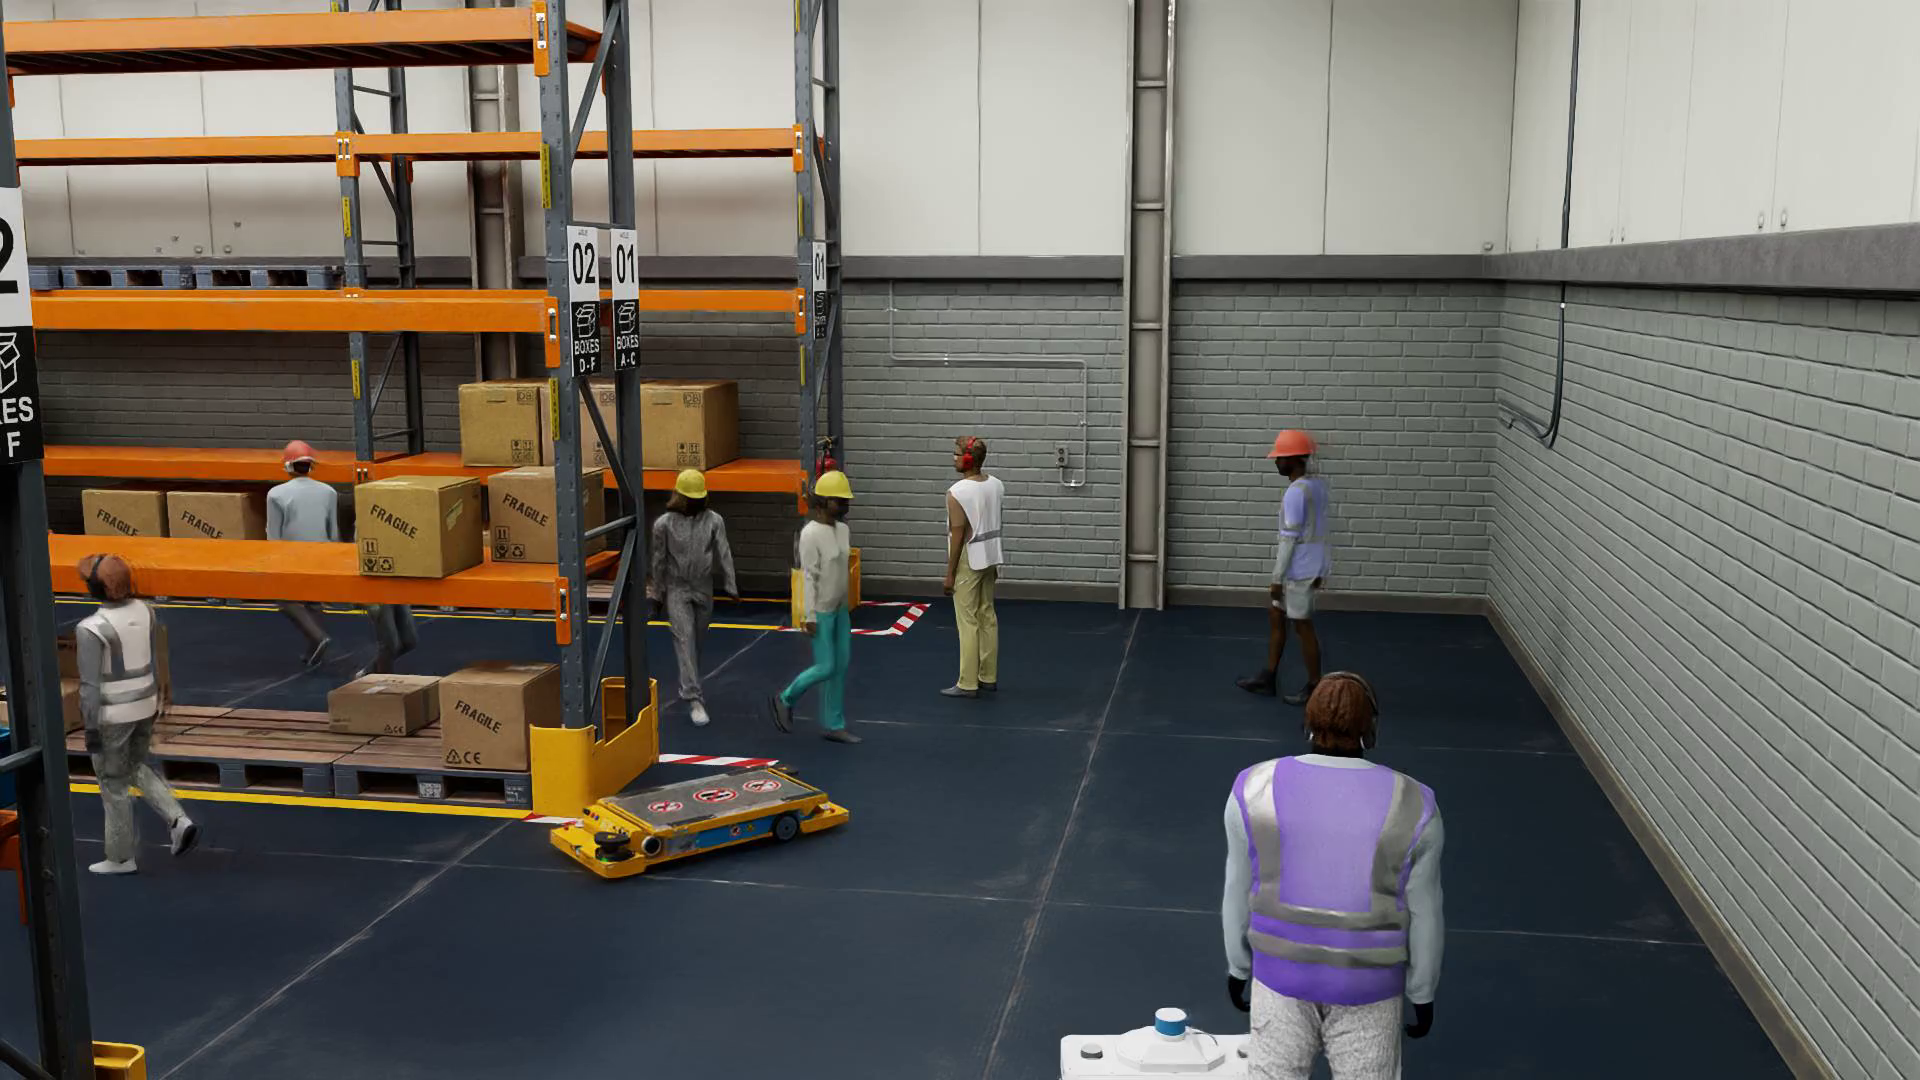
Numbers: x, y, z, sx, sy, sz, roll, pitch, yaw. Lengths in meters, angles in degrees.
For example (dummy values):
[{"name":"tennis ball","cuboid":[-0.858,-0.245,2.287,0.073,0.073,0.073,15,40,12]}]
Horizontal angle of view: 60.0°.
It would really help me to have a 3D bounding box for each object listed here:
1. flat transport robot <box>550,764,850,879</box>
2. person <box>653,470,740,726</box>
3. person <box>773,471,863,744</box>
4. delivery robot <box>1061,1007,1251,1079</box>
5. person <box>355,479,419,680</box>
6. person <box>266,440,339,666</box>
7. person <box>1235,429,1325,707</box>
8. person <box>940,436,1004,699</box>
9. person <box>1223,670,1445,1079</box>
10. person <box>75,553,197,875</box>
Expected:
[{"name":"flat transport robot","cuboid":[-1.353,1.452,8.749,1.431,0.197,0.652,-7,11,-37]},{"name":"person","cuboid":[-1.819,0.347,11.219,0.513,1.689,0.848,-6,11,-31]},{"name":"person","cuboid":[-0.882,0.429,10.493,0.486,1.751,0.541,5,10,28]},{"name":"delivery robot","cuboid":[0.693,1.789,5.488,0.707,0.478,0.477,0,9,0]},{"name":"person","cuboid":[-3.883,0.394,11.149,0.431,1.621,0.504,2,9,13]},{"name":"person","cuboid":[-4.906,0.118,12.487,0.492,1.733,0.579,7,11,36]},{"name":"person","cuboid":[2.212,0.190,11.500,0.794,1.908,0.586,4,10,24]},{"name":"person","cuboid":[0.101,0.193,11.676,0.382,1.849,0.571,7,11,36]},{"name":"person","cuboid":[1.099,1.294,4.941,0.643,1.831,0.431,3,10,18]},{"name":"person","cuboid":[-4.103,0.864,8.180,0.437,1.626,0.530,2,9,11]}]
